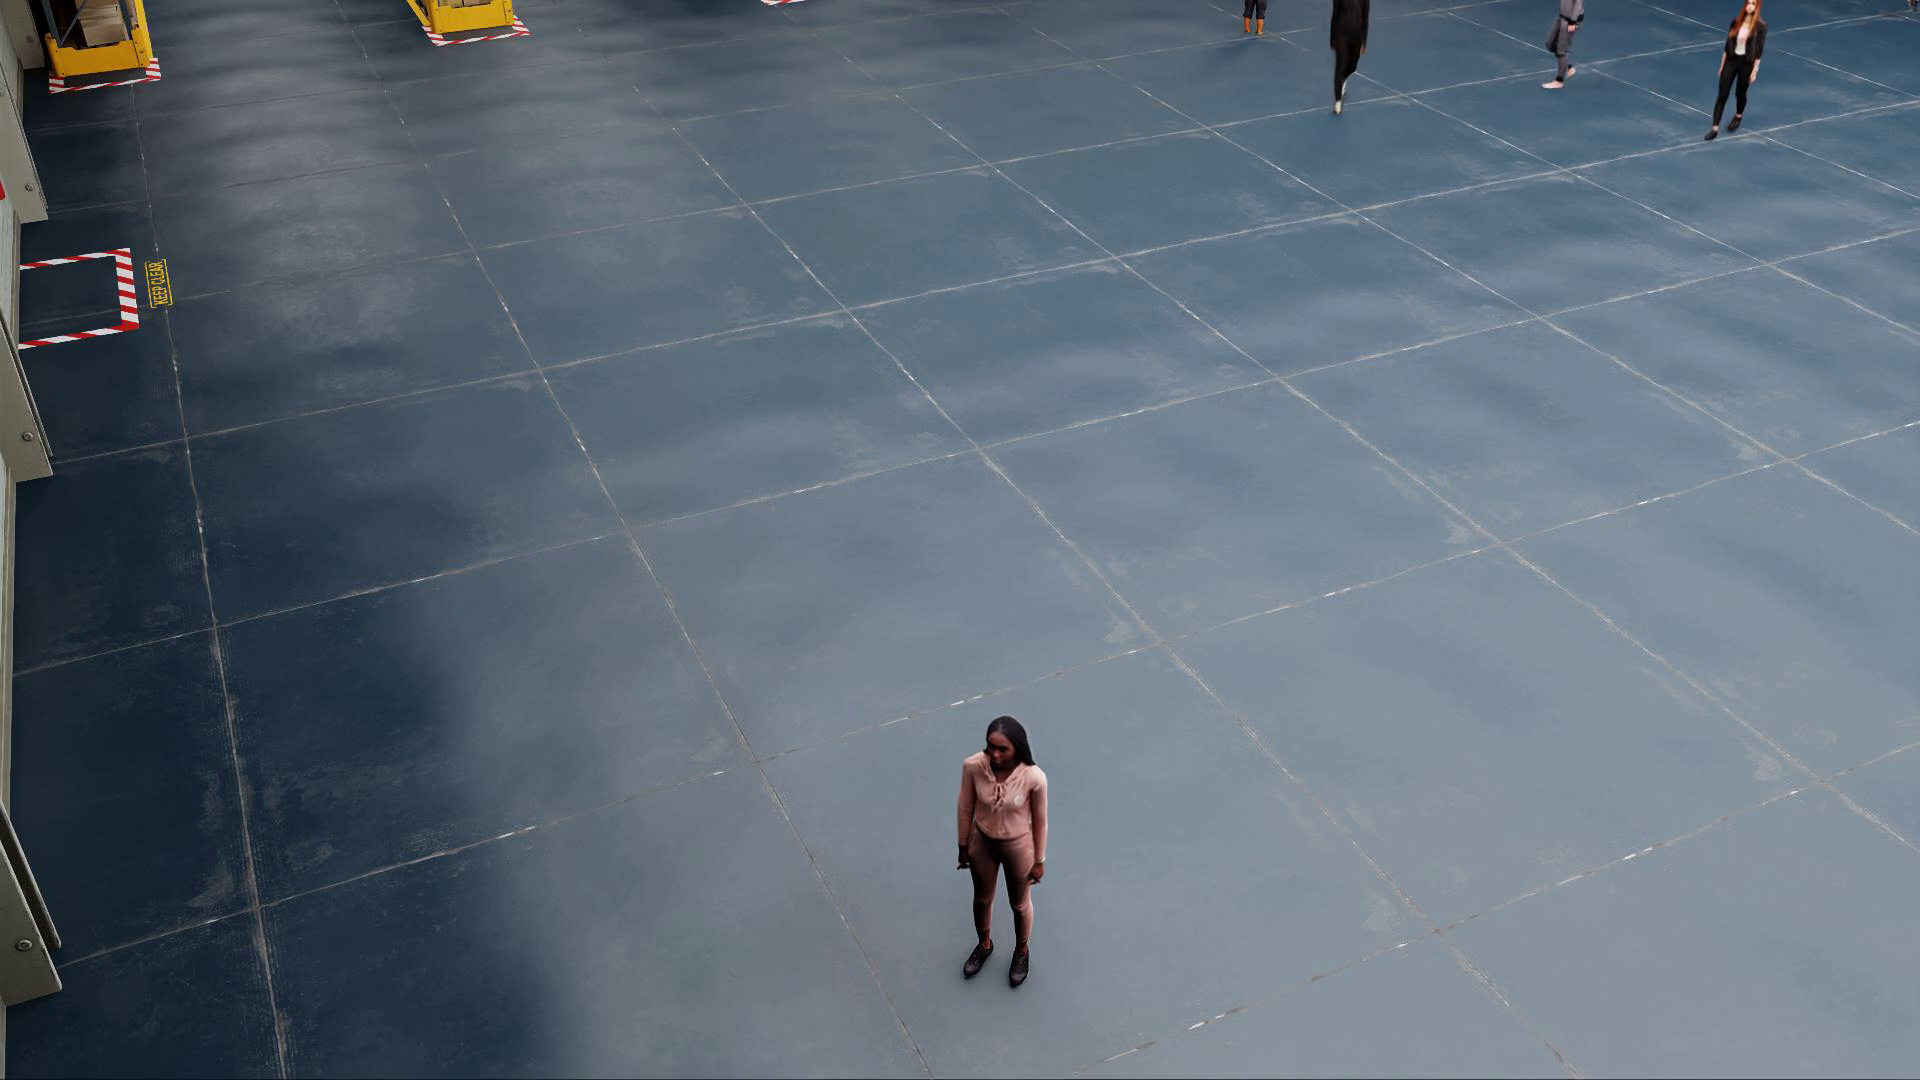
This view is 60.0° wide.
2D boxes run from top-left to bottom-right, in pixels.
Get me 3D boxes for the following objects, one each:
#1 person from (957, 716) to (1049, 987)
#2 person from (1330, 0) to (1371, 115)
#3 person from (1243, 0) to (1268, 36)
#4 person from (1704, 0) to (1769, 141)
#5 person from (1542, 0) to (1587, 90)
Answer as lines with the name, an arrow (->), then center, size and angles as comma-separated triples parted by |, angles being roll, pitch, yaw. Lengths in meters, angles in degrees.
person -> 0.225, 1.613, 8.677 | 0.698, 1.720, 0.743 | 9, 34, 14
person -> 4.849, -6.285, 20.772 | 0.976, 1.774, 1.202 | 3, 33, 4
person -> 4.232, -7.946, 23.618 | 0.611, 1.457, 0.705 | 18, 37, 25
person -> 9.374, -5.670, 19.917 | 1.147, 1.675, 0.989 | 25, 41, 33
person -> 7.926, -6.726, 21.395 | 0.897, 1.835, 0.785 | 2, 33, 3
